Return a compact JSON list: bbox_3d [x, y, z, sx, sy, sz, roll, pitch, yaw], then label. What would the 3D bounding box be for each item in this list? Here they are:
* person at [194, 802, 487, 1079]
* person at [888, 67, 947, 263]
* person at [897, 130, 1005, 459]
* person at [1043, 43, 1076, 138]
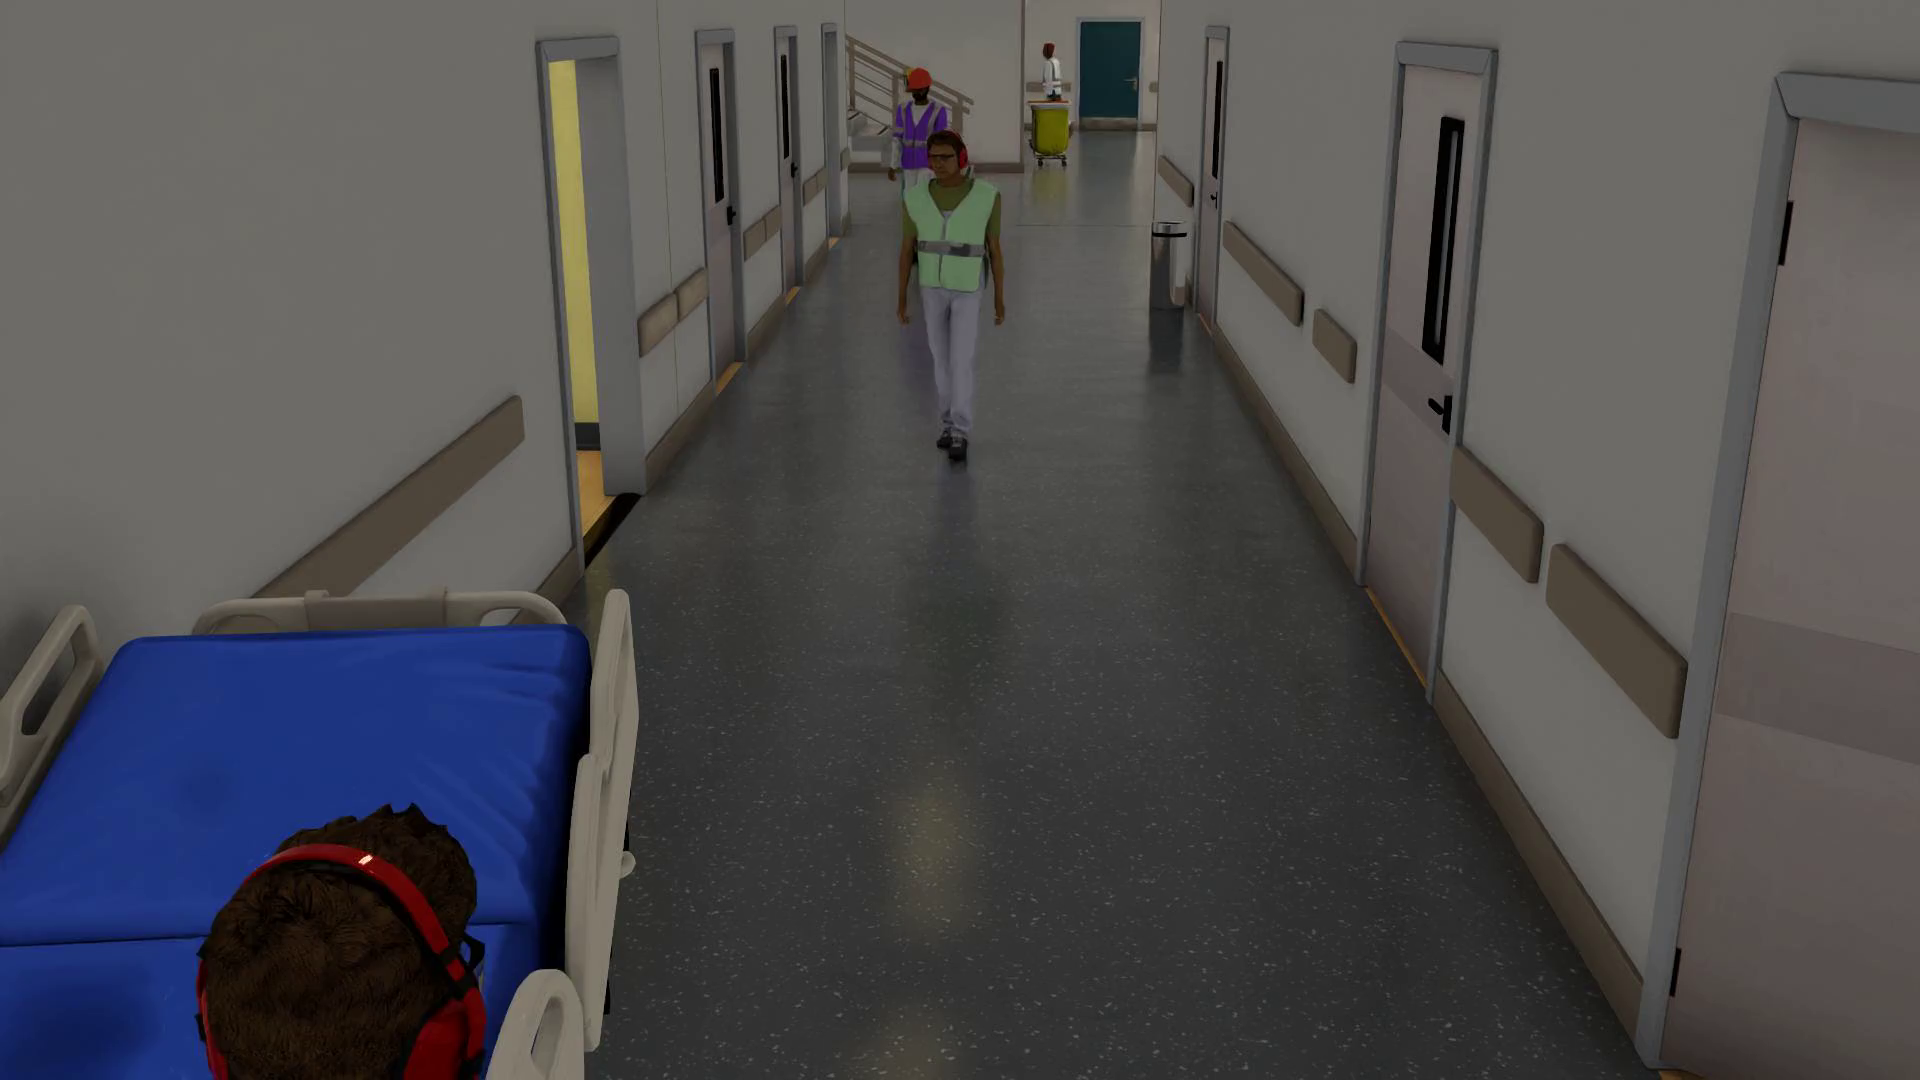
[{"bbox_3d":[-0.515,1.128,1.492,0.593,1.825,0.443,6,18,17],"label":"person"},{"bbox_3d":[-0.397,-3.813,16.890,0.557,1.910,0.755,8,19,24],"label":"person"},{"bbox_3d":[-0.081,-1.366,9.351,0.594,1.813,0.752,5,18,16],"label":"person"},{"bbox_3d":[1.869,-8.635,32.108,0.654,1.868,0.609,8,19,24],"label":"person"}]
